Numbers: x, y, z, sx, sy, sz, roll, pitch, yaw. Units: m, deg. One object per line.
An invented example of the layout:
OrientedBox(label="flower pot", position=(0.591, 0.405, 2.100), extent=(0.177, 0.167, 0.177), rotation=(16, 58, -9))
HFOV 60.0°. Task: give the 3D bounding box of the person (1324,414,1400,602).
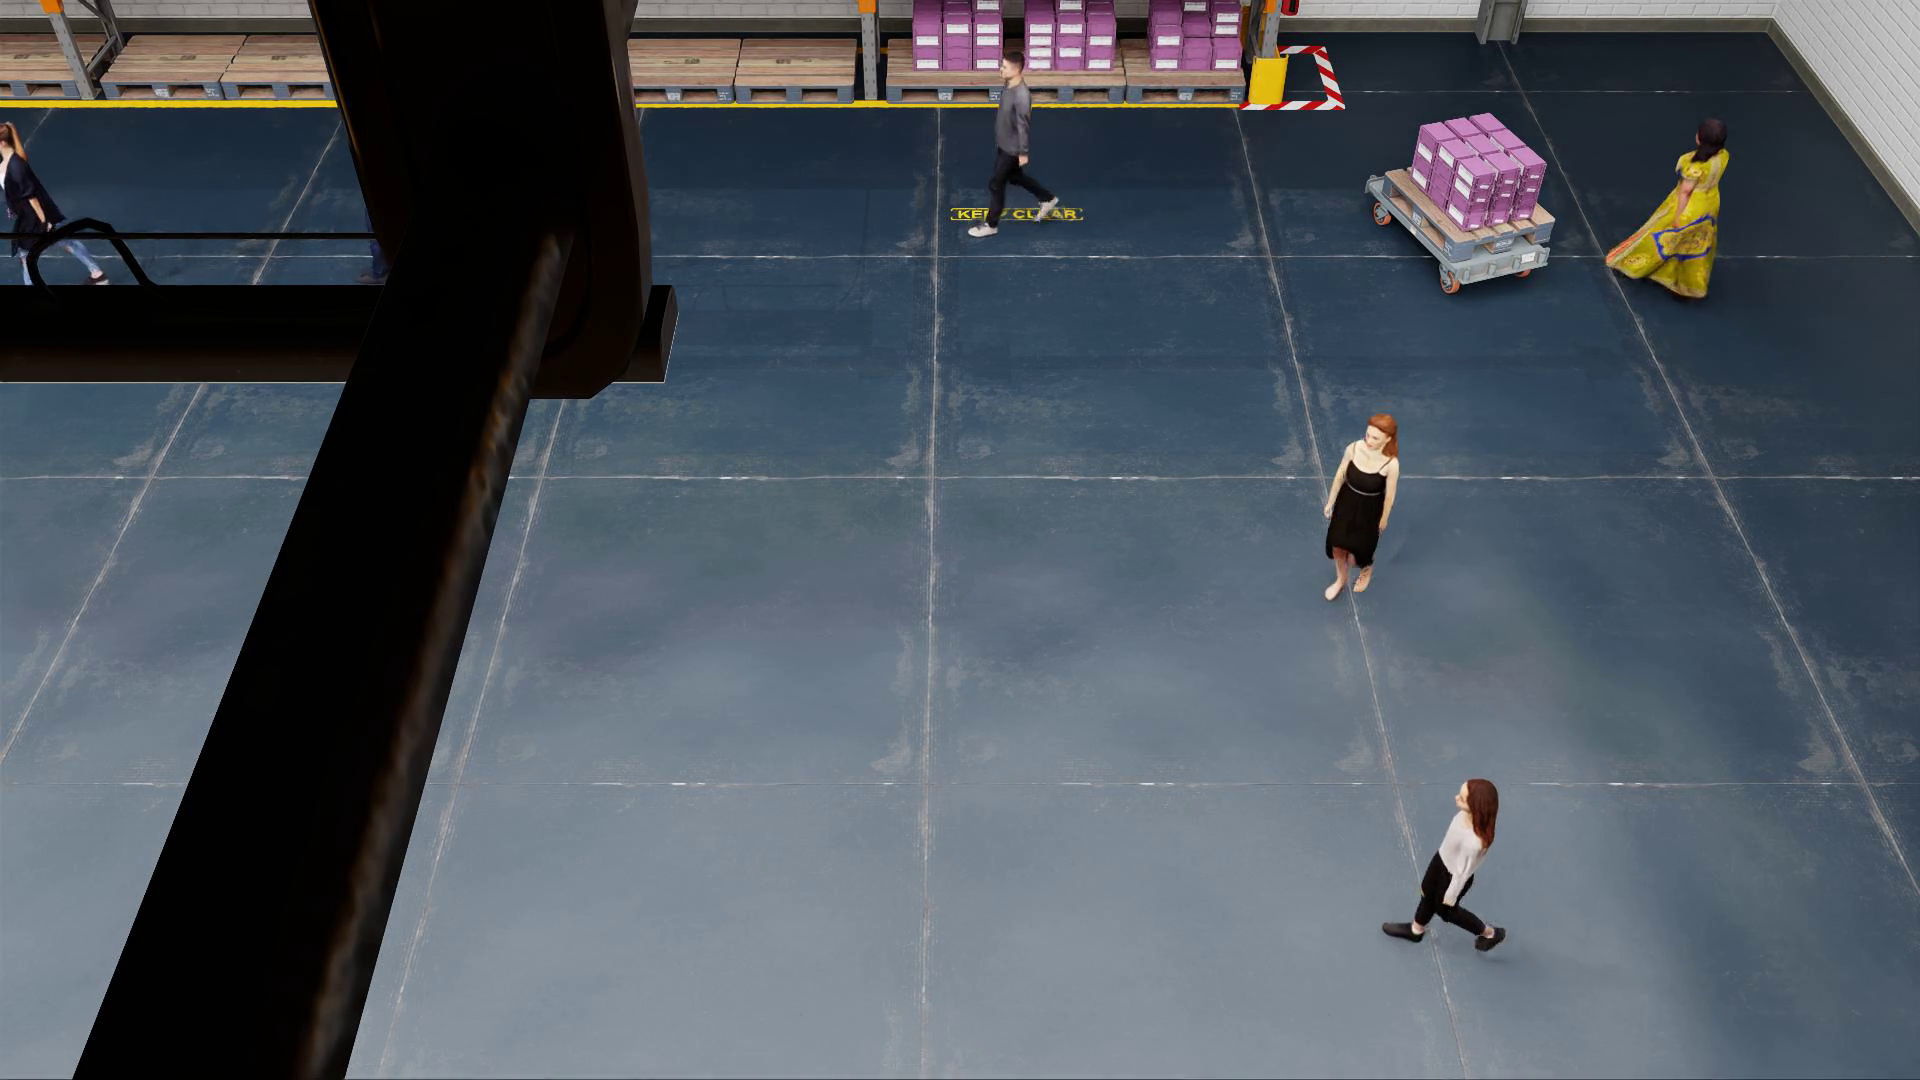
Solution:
OrientedBox(label="person", position=(2.777, -0.248, 11.359), extent=(0.749, 1.610, 0.808), rotation=(33, 52, 30))

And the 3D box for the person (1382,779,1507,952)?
OrientedBox(label="person", position=(2.823, 1.842, 9.267), extent=(0.936, 1.469, 0.677), rotation=(10, 44, 10))

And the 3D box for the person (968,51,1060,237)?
OrientedBox(label="person", position=(0.528, -3.492, 14.674), extent=(1.179, 1.733, 0.849), rotation=(-11, 45, -12))

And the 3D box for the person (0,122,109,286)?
OrientedBox(label="person", position=(-7.658, -2.753, 13.967), extent=(1.165, 1.639, 0.950), rotation=(-20, 47, -19))

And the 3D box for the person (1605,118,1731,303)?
OrientedBox(label="person", position=(6.187, -2.722, 13.944), extent=(1.205, 1.626, 1.179), rotation=(-21, 47, -20))
